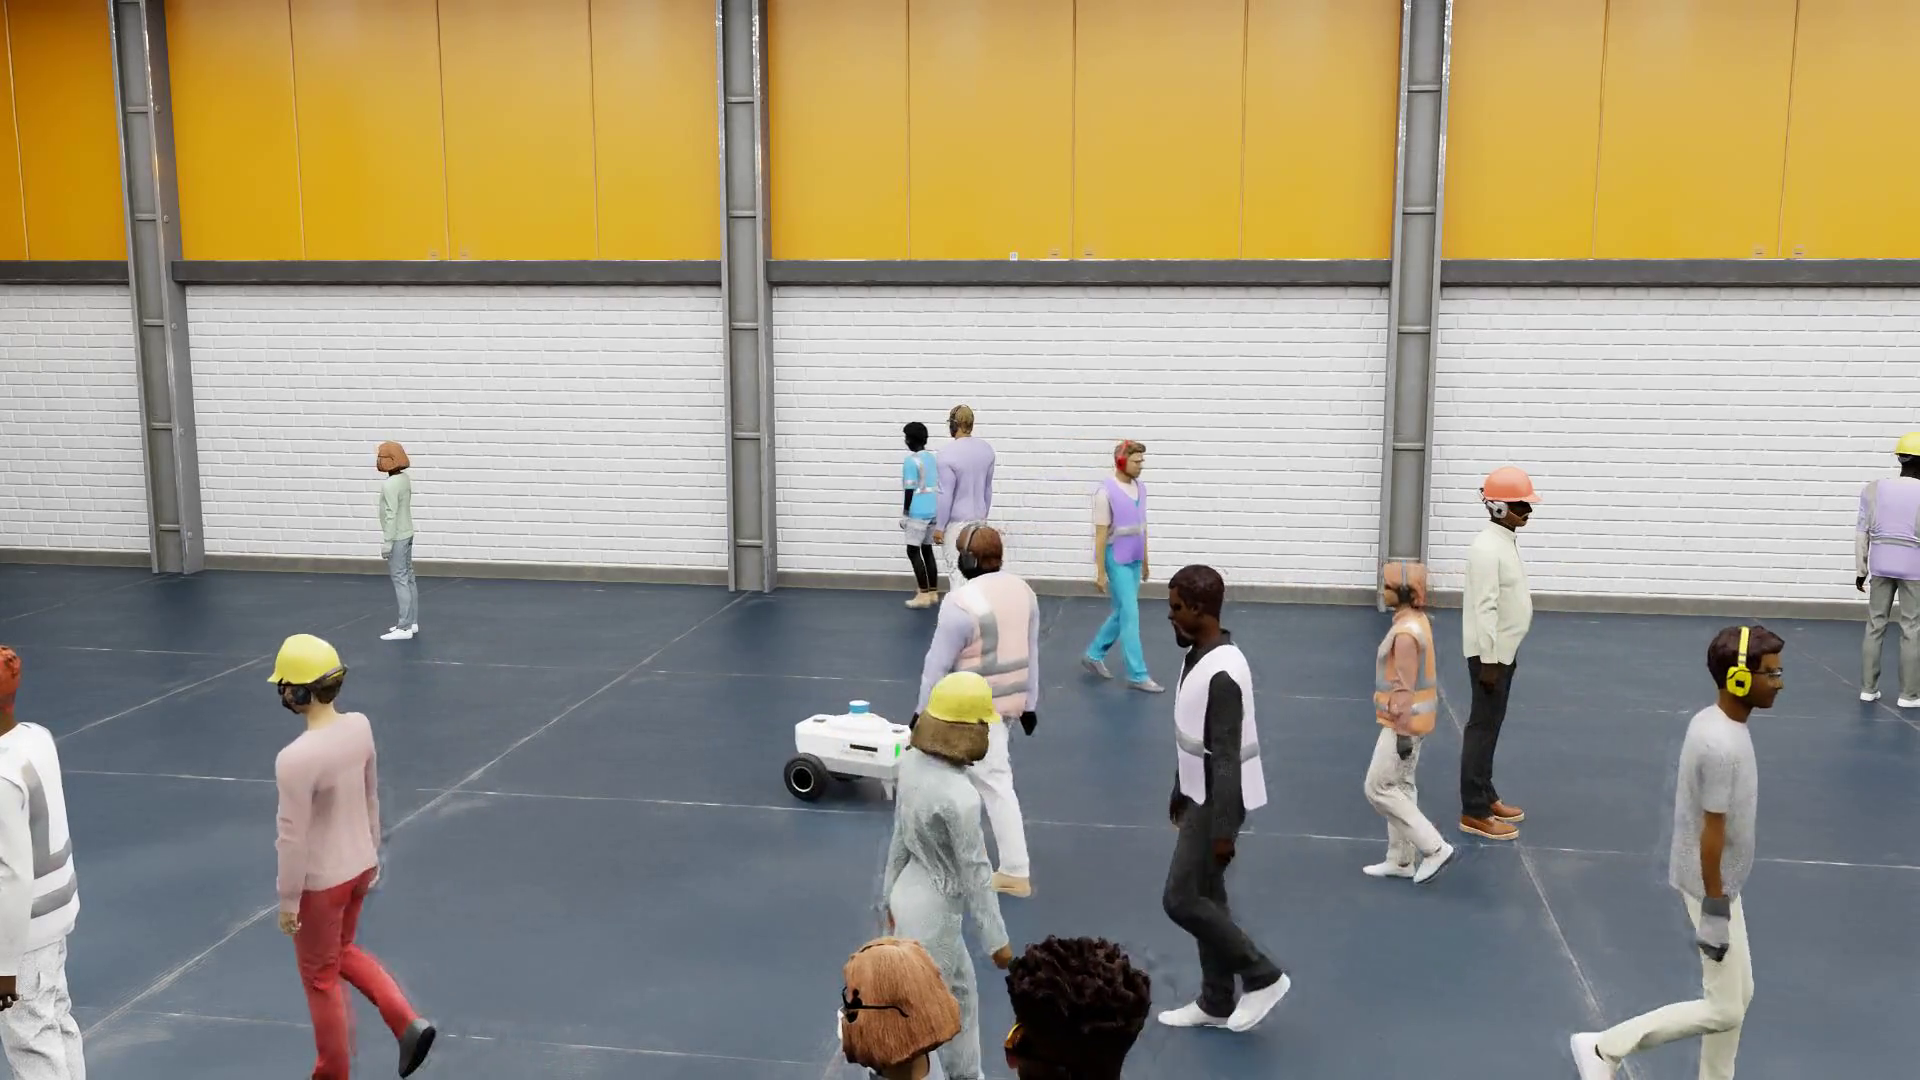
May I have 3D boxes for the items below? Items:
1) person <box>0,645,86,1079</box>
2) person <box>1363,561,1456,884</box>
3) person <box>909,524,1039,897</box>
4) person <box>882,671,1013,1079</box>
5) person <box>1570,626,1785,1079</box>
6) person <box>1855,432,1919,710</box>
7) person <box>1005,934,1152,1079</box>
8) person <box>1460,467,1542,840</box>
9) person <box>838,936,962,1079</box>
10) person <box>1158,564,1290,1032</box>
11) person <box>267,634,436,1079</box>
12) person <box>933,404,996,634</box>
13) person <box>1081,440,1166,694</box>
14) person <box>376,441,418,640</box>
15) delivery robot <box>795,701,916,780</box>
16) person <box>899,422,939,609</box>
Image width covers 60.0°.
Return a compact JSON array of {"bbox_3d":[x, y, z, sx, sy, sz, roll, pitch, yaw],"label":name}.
[{"bbox_3d":[-2.998,1.245,5.299,0.337,1.882,0.584,-3,10,-19],"label":"person"},{"bbox_3d":[2.196,0.908,8.193,0.395,1.627,0.516,4,10,21],"label":"person"},{"bbox_3d":[0.017,0.814,8.247,0.957,1.793,0.627,7,11,36],"label":"person"},{"bbox_3d":[0.001,1.276,5.621,0.742,1.707,0.504,-3,10,-19],"label":"person"},{"bbox_3d":[2.537,1.192,5.736,0.621,1.852,0.515,5,10,27],"label":"person"},{"bbox_3d":[6.545,0.209,11.566,0.380,1.922,0.591,-8,12,-39],"label":"person"},{"bbox_3d":[0.350,1.627,2.853,0.993,1.924,0.608,6,11,32],"label":"person"},{"bbox_3d":[2.897,0.594,8.973,0.381,1.994,0.615,4,10,25],"label":"person"},{"bbox_3d":[-0.136,1.644,3.607,0.276,1.633,0.507,-1,9,-8],"label":"person"},{"bbox_3d":[1.000,1.036,6.585,0.461,1.892,0.602,0,9,2],"label":"person"},{"bbox_3d":[-2.230,1.196,5.978,0.482,1.750,0.542,2,9,11],"label":"person"},{"bbox_3d":[0.019,-0.151,13.742,0.372,1.940,0.632,8,12,42],"label":"person"},{"bbox_3d":[1.188,0.173,12.121,0.780,1.818,0.583,7,11,36],"label":"person"},{"bbox_3d":[-4.656,0.001,13.731,0.281,1.636,0.500,-1,9,-4],"label":"person"},{"bbox_3d":[-0.581,1.169,9.570,0.707,0.478,0.477,4,10,25],"label":"delivery robot"},{"bbox_3d":[-0.325,-0.224,14.979,0.427,1.678,0.577,5,11,29],"label":"person"}]
